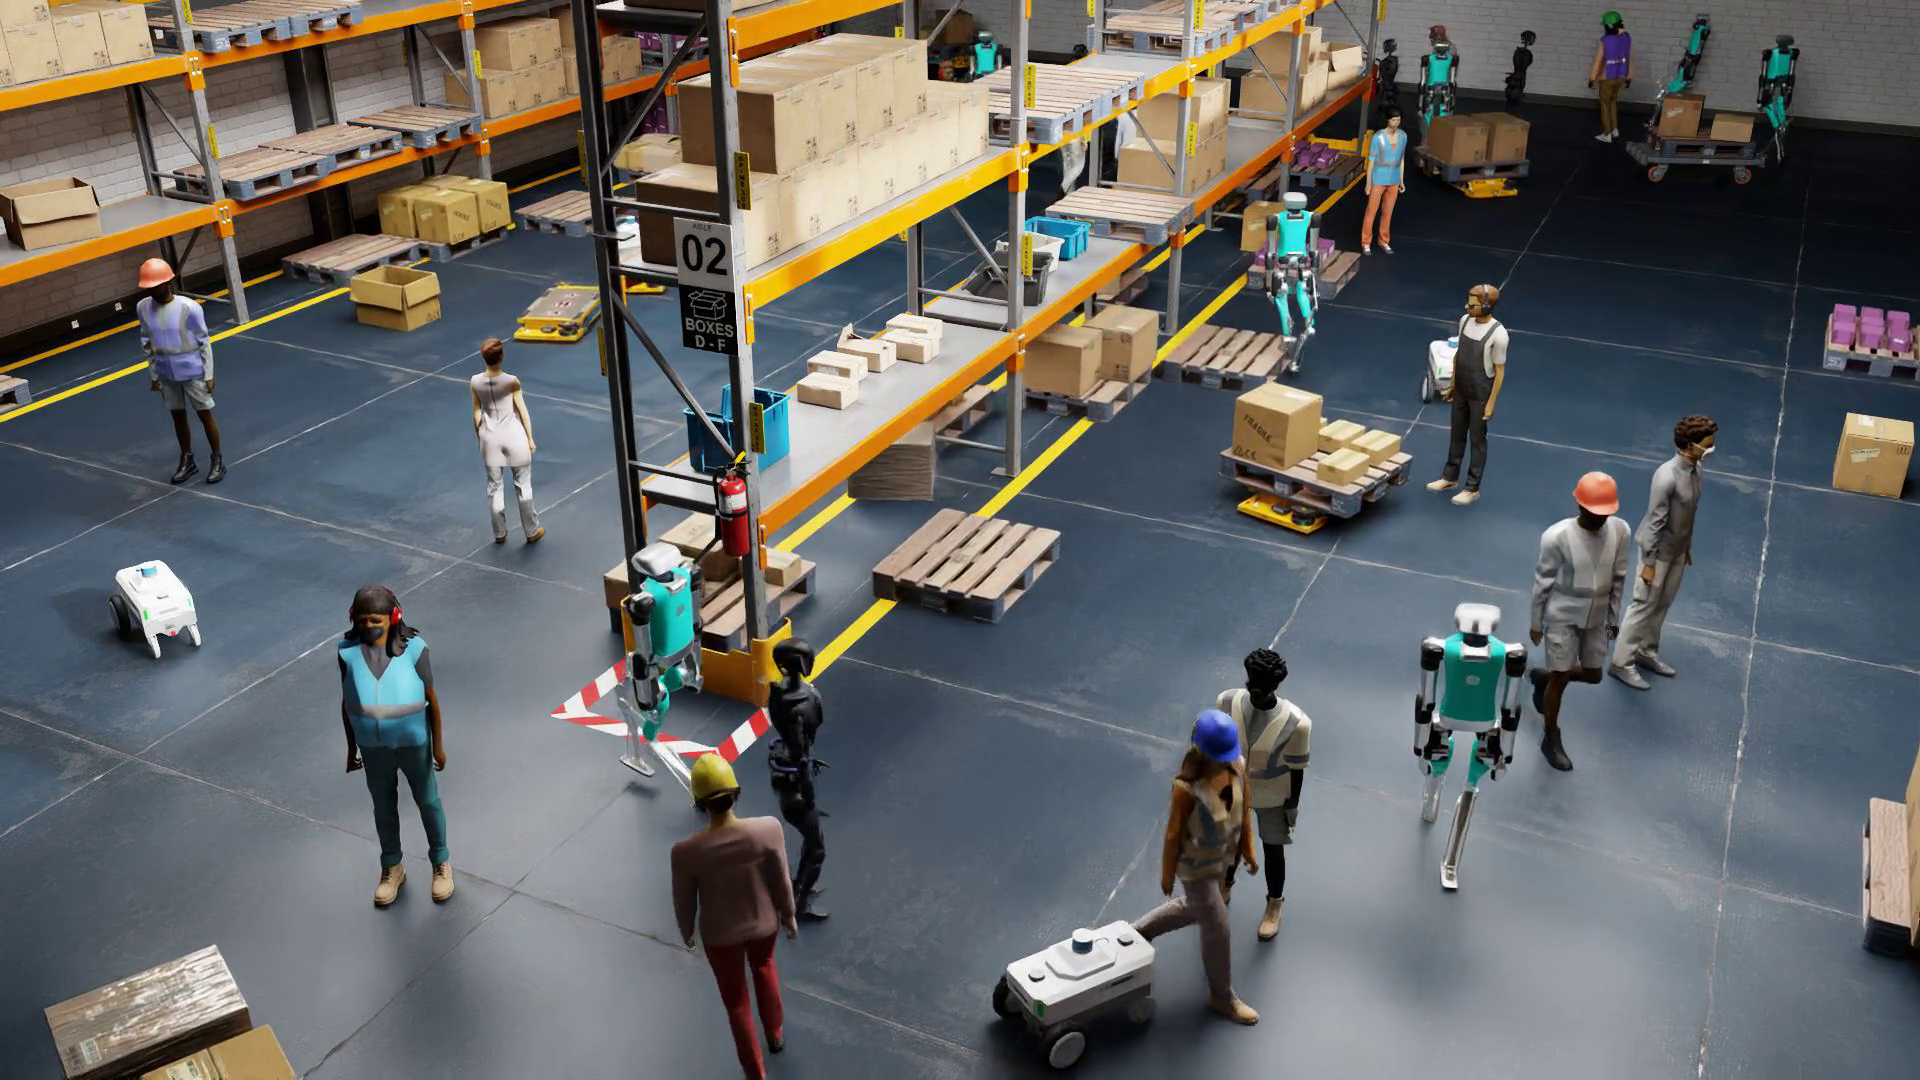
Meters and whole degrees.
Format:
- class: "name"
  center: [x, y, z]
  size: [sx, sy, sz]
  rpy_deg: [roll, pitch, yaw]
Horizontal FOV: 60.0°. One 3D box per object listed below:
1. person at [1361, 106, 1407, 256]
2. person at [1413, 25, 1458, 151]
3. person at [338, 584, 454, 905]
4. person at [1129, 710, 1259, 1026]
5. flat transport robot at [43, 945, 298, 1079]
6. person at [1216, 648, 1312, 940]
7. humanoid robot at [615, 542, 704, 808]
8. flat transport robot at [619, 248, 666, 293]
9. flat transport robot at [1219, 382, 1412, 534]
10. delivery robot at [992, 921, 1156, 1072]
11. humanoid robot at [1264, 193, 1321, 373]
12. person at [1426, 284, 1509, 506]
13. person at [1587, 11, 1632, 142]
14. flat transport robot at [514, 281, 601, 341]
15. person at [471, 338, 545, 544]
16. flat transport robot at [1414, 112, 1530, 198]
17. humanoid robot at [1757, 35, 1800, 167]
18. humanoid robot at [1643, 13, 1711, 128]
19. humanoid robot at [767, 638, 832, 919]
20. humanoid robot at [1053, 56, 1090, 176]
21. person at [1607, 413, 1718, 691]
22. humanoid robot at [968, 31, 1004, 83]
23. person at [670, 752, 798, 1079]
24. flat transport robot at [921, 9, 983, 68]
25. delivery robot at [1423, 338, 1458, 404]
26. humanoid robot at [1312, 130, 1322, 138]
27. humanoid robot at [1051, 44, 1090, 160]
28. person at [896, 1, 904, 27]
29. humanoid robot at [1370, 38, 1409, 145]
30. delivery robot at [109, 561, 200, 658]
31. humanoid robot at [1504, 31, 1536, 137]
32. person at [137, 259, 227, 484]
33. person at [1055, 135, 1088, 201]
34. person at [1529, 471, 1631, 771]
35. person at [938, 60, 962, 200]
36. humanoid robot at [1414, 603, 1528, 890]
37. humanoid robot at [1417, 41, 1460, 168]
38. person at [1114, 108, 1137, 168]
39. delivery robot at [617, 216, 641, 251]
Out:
- class: "person"
  center: [5.028, -4.243, 19.663]
  size: [0.507, 1.763, 0.303]
  rpy_deg: [-7, 27, -14]
- class: "person"
  center: [6.939, -6.505, 24.146]
  size: [0.664, 1.859, 0.664]
  rpy_deg: [22, 34, 37]
- class: "person"
  center: [-2.989, 1.079, 8.801]
  size: [0.514, 1.865, 0.392]
  rpy_deg: [-2, 26, -5]
- class: "person"
  center: [1.131, 1.514, 8.058]
  size: [0.790, 1.742, 0.454]
  rpy_deg: [20, 33, 35]
- class: "flat transport robot"
  center: [-3.352, 2.866, 6.990]
  size: [1.431, 0.231, 0.659]
  rpy_deg: [-18, 32, -32]
- class: "person"
  center: [1.523, 1.290, 8.572]
  size: [0.531, 1.690, 0.322]
  rpy_deg: [15, 30, 28]
- class: "humanoid robot"
  center: [-1.812, 0.770, 9.596]
  size: [1.045, 1.749, 0.559]
  rpy_deg: [16, 30, 29]
- class: "flat transport robot"
  center: [-3.657, -3.127, 19.095]
  size: [0.659, 0.231, 1.431]
  rpy_deg: [-1, 26, -2]
- class: "flat transport robot"
  center: [2.952, -0.439, 13.665]
  size: [0.659, 0.231, 1.431]
  rpy_deg: [22, 34, 37]
- class: "delivery robot"
  center: [0.584, 2.146, 8.086]
  size: [0.739, 0.564, 0.499]
  rpy_deg: [-14, 30, -27]
- class: "humanoid robot"
  center: [3.202, -2.394, 15.956]
  size: [0.549, 1.769, 0.889]
  rpy_deg: [-1, 26, -2]
- class: "person"
  center: [4.120, -1.177, 13.383]
  size: [0.351, 1.842, 0.505]
  rpy_deg: [-12, 29, -23]
- class: "person"
  center: [9.781, -6.968, 25.025]
  size: [0.560, 1.891, 0.566]
  rpy_deg: [-9, 28, -18]
- class: "flat transport robot"
  center: [-4.189, -2.428, 17.683]
  size: [0.659, 0.231, 1.431]
  rpy_deg: [3, 26, 6]
- class: "person"
  center: [-3.481, -0.752, 12.725]
  size: [0.443, 1.661, 0.286]
  rpy_deg: [1, 26, 2]
- class: "flat transport robot"
  center: [6.982, -4.964, 22.805]
  size: [0.659, 0.231, 1.431]
  rpy_deg: [-6, 27, -12]
- class: "humanoid robot"
  center: [11.772, -6.225, 23.748]
  size: [0.551, 1.811, 0.913]
  rpy_deg: [-3, 27, -6]
- class: "humanoid robot"
  center: [11.048, -7.202, 25.783]
  size: [0.831, 1.873, 0.546]
  rpy_deg: [3, 26, 6]
- class: "humanoid robot"
  center: [-0.834, 1.239, 8.688]
  size: [0.330, 1.641, 0.602]
  rpy_deg: [-4, 27, -8]
- class: "humanoid robot"
  center: [1.618, -5.888, 23.111]
  size: [0.611, 1.646, 0.588]
  rpy_deg: [-12, 29, -23]
- class: "person"
  center: [4.577, 0.057, 10.837]
  size: [0.550, 1.890, 0.398]
  rpy_deg: [-21, 33, -36]
- class: "humanoid robot"
  center: [0.428, -6.402, 24.108]
  size: [0.532, 1.804, 0.804]
  rpy_deg: [-5, 27, -10]
- class: "person"
  center: [-1.037, 1.731, 7.611]
  size: [0.539, 1.737, 0.577]
  rpy_deg: [-9, 28, -18]
- class: "flat transport robot"
  center: [-0.344, -8.963, 30.882]
  size: [1.431, 0.231, 0.659]
  rpy_deg: [17, 31, 31]
- class: "delivery robot"
  center: [4.630, -1.595, 15.697]
  size: [0.499, 0.612, 0.810]
  rpy_deg: [4, 27, 7]
- class: "humanoid robot"
  center: [5.113, -6.599, 24.531]
  size: [0.522, 1.647, 0.603]
  rpy_deg: [11, 28, 21]
- class: "humanoid robot"
  center: [1.661, -6.314, 23.996]
  size: [0.768, 1.625, 0.613]
  rpy_deg: [-9, 28, -17]
- class: "person"
  center: [-0.980, -9.416, 30.056]
  size: [0.369, 1.824, 0.514]
  rpy_deg: [3, 27, 7]
- class: "humanoid robot"
  center: [6.306, -6.504, 24.390]
  size: [0.700, 1.645, 0.609]
  rpy_deg: [15, 30, 27]
- class: "delivery robot"
  center: [-5.603, 0.433, 11.590]
  size: [0.499, 0.603, 0.794]
  rpy_deg: [-20, 32, -34]
- class: "humanoid robot"
  center: [8.374, -6.807, 24.967]
  size: [0.694, 1.626, 0.589]
  rpy_deg: [2, 26, 4]
- class: "person"
  center: [-6.418, -1.378, 13.684]
  size: [0.546, 1.936, 0.376]
  rpy_deg: [2, 26, 3]
- class: "person"
  center: [1.431, -5.252, 21.608]
  size: [0.560, 1.853, 0.714]
  rpy_deg: [17, 31, 30]
- class: "person"
  center: [3.698, 0.425, 10.060]
  size: [0.560, 1.917, 0.620]
  rpy_deg: [-5, 27, -10]
- class: "person"
  center: [-0.207, -5.369, 21.850]
  size: [0.569, 1.840, 0.373]
  rpy_deg: [-18, 32, -32]
- class: "humanoid robot"
  center: [2.733, 1.014, 9.110]
  size: [0.558, 1.800, 0.930]
  rpy_deg: [6, 27, 12]
- class: "humanoid robot"
  center: [6.711, -6.017, 23.320]
  size: [0.531, 1.828, 0.686]
  rpy_deg: [0, 26, -1]
- class: "person"
  center: [2.281, -4.824, 20.864]
  size: [0.595, 1.729, 0.647]
  rpy_deg: [16, 31, 29]
- class: "delivery robot"
  center: [-3.825, -3.495, 19.536]
  size: [0.816, 0.613, 0.499]
  rpy_deg: [-17, 31, -31]
